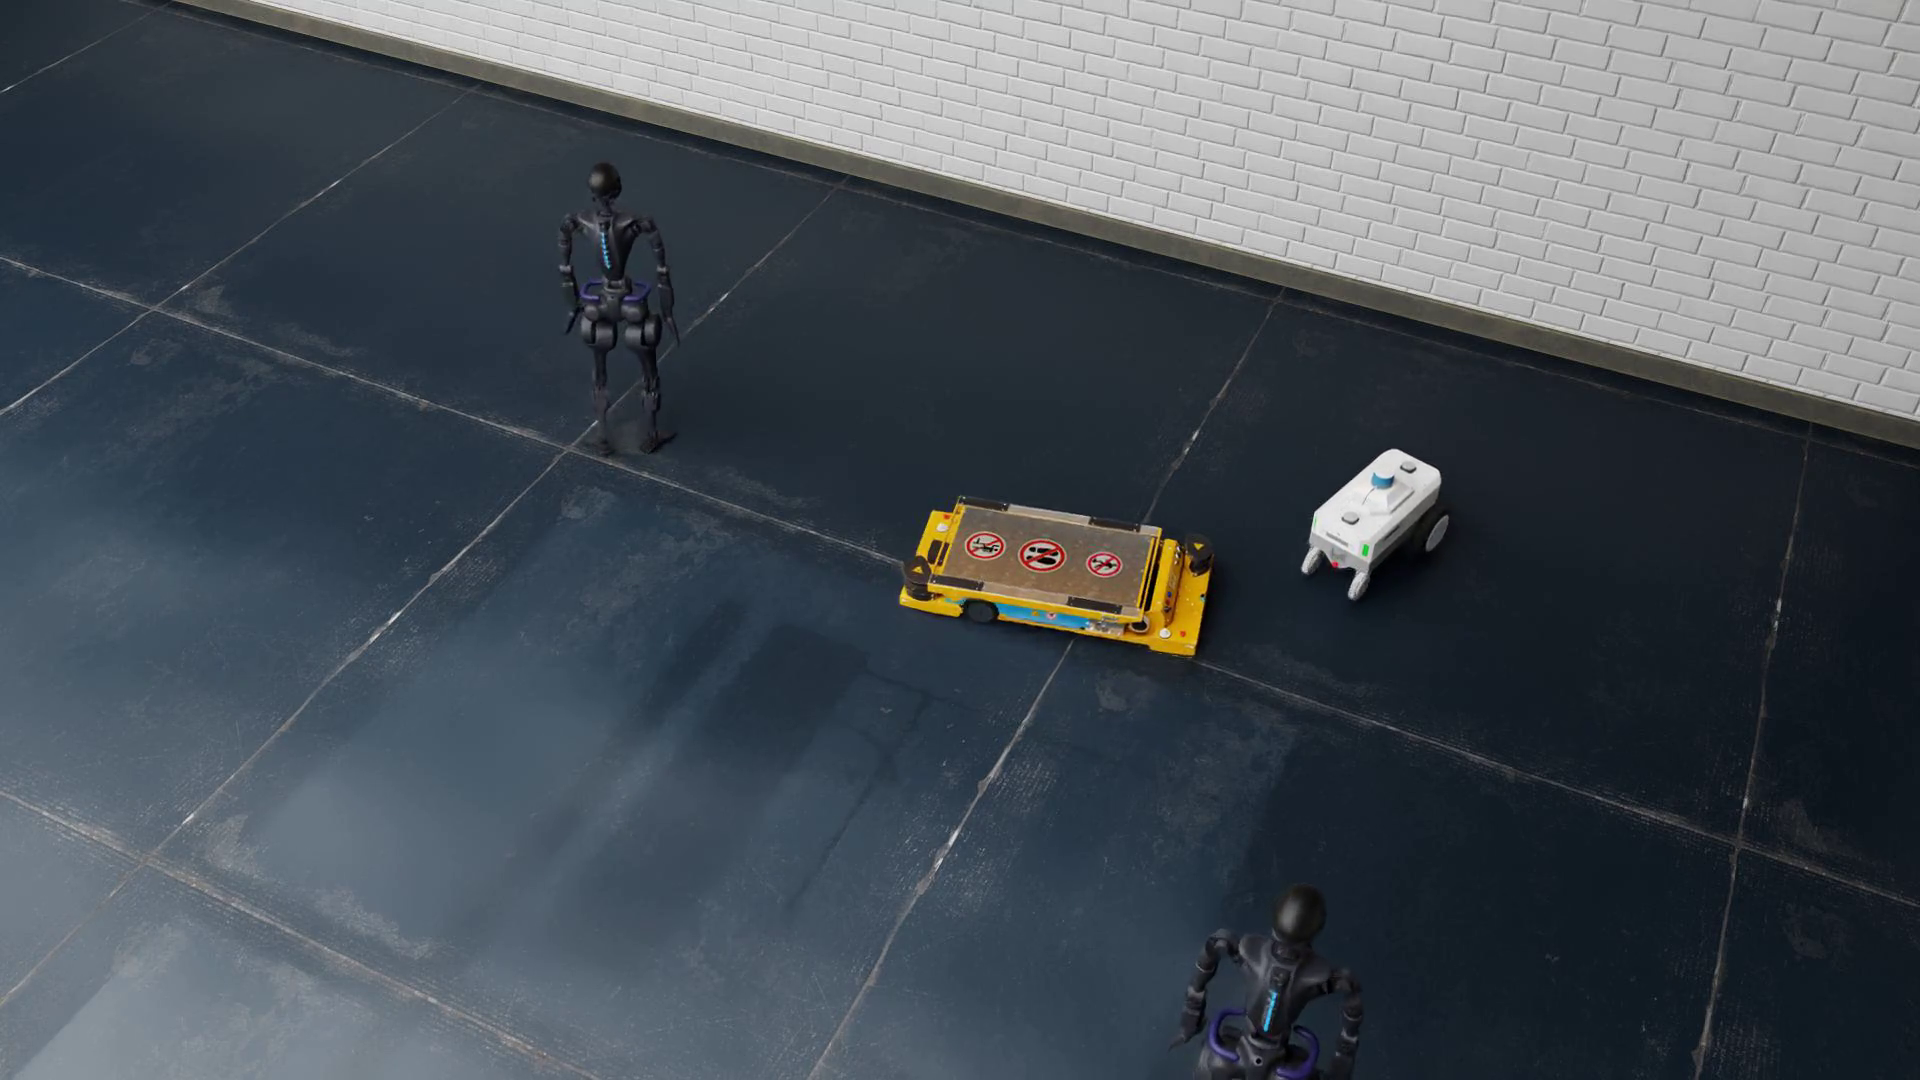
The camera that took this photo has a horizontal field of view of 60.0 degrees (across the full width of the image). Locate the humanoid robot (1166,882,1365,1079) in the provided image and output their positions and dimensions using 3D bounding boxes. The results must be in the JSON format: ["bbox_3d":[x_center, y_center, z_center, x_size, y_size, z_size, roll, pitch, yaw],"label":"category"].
[{"bbox_3d":[0.969,1.691,5.409,0.609,1.653,0.341,14,45,14],"label":"humanoid robot"}]

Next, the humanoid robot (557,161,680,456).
[{"bbox_3d":[-1.741,-1.139,8.447,0.601,1.643,0.390,0,43,0],"label":"humanoid robot"}]

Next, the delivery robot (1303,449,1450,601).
[{"bbox_3d":[2.032,-0.117,8.160,0.499,0.580,0.757,32,52,30],"label":"delivery robot"}]

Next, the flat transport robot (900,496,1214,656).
[{"bbox_3d":[0.479,0.162,8.081,1.431,0.231,0.659,9,44,10],"label":"flat transport robot"}]
